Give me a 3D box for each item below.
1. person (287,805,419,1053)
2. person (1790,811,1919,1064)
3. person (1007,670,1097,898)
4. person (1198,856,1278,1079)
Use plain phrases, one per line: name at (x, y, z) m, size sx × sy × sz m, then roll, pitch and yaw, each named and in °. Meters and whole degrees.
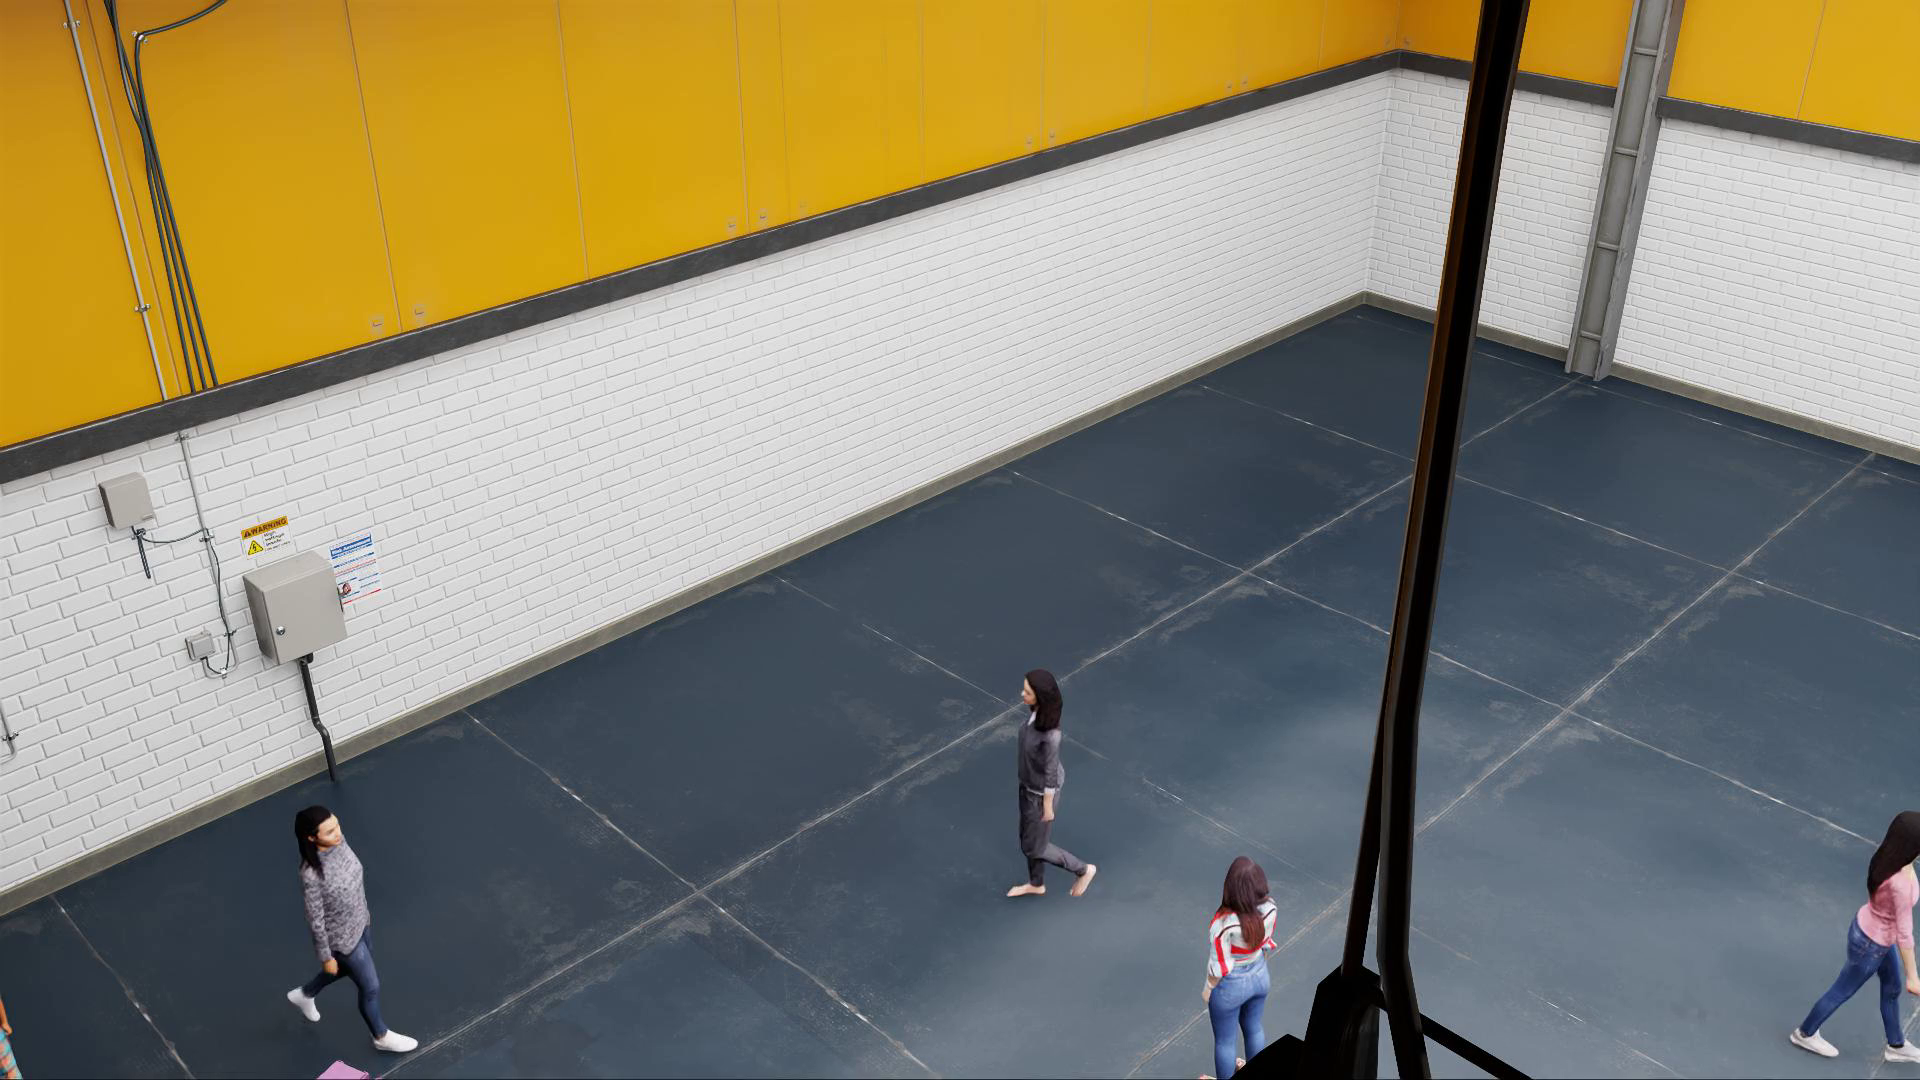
person at (-3.515, 2.169, 9.288) m, size 1.087 × 1.711 × 0.990 m, roll 3°, pitch 29°, yaw 5°
person at (4.975, 2.209, 9.204) m, size 1.010 × 1.722 × 0.734 m, roll 15°, pitch 32°, yaw 25°
person at (0.591, 1.559, 10.369) m, size 0.890 × 1.746 × 0.850 m, roll -3°, pitch 29°, yaw -6°
person at (1.517, 2.383, 9.000) m, size 0.638 × 1.612 × 0.599 m, roll -15°, pitch 32°, yaw -25°
